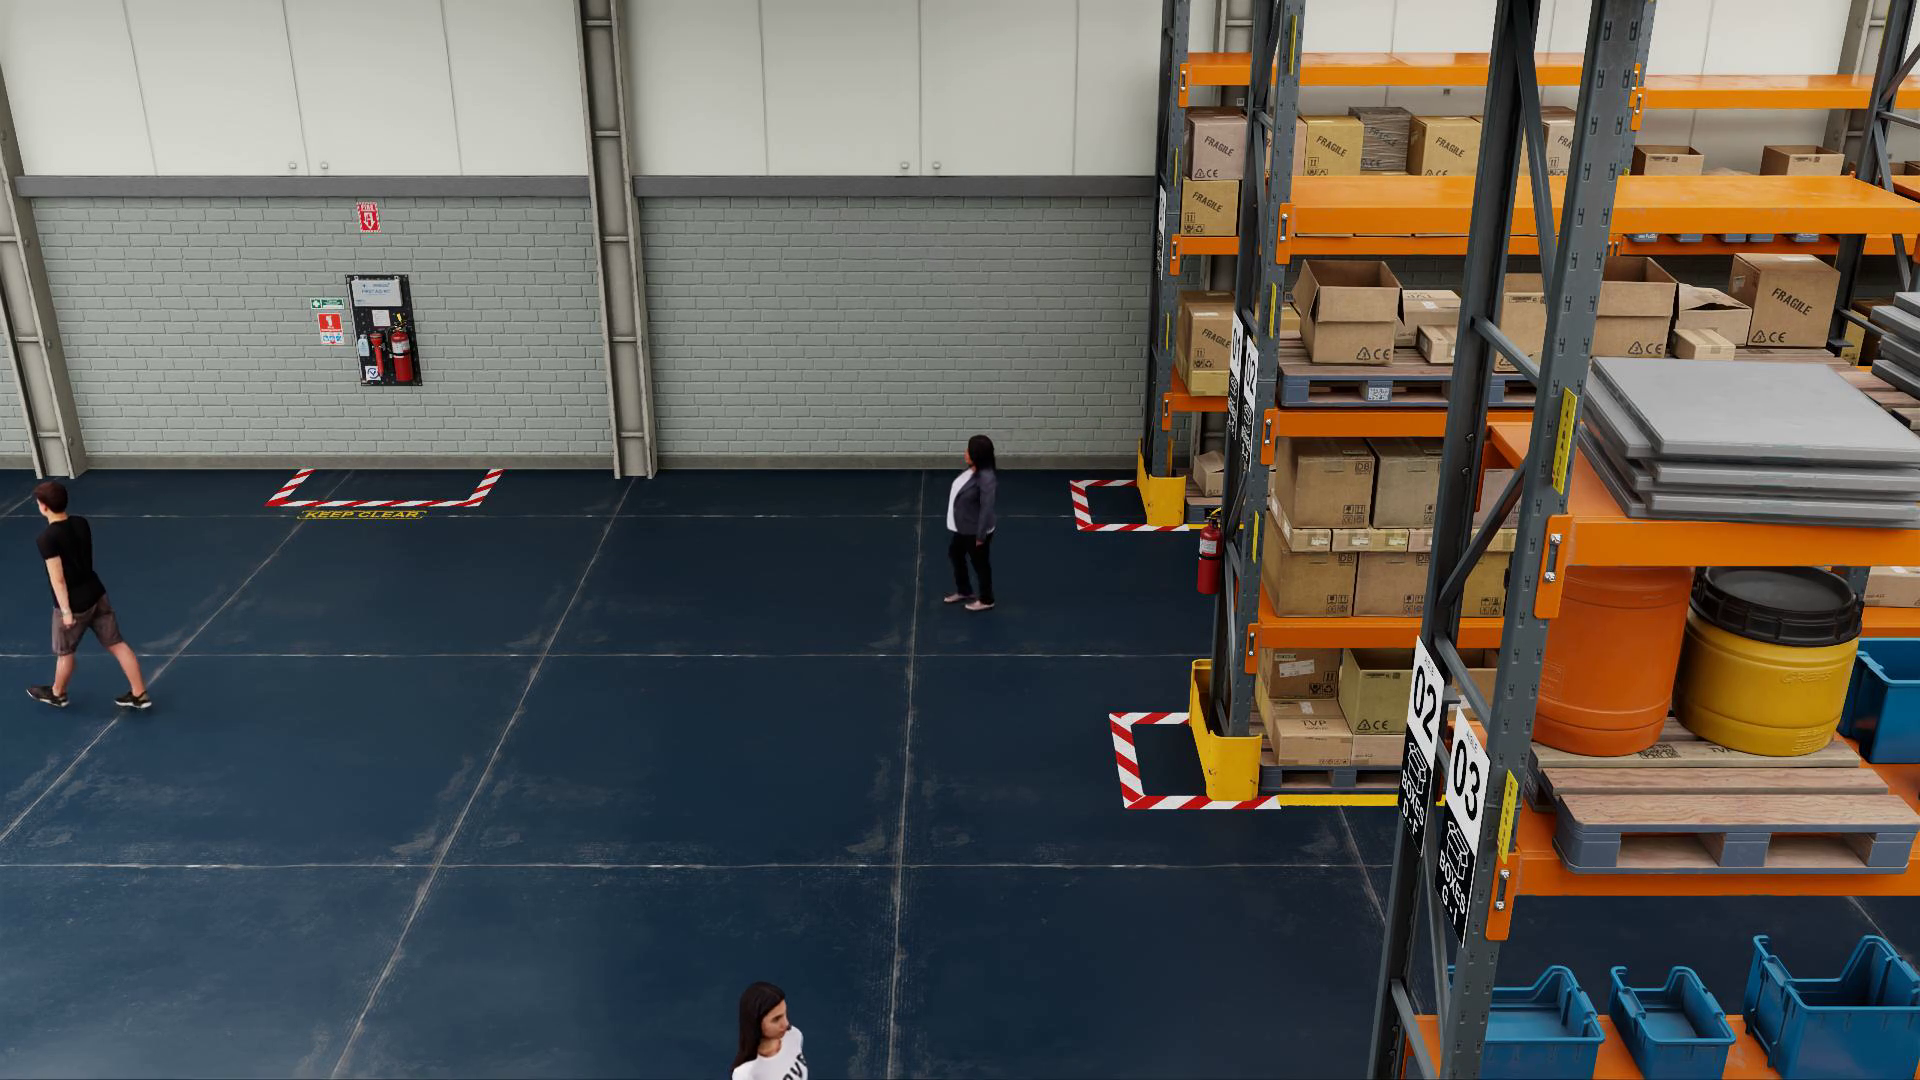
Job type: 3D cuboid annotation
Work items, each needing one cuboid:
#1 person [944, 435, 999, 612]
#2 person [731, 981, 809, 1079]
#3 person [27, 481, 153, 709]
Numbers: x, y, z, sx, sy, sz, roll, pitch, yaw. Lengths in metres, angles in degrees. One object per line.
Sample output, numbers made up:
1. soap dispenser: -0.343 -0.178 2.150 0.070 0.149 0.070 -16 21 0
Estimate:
1. person: 0.199 -0.139 14.048 0.749 1.584 0.766 -6 24 -15
2. person: -0.892 2.656 7.252 0.983 1.758 0.824 11 25 23
3. person: -6.432 0.471 12.326 1.253 1.809 0.863 5 24 12
